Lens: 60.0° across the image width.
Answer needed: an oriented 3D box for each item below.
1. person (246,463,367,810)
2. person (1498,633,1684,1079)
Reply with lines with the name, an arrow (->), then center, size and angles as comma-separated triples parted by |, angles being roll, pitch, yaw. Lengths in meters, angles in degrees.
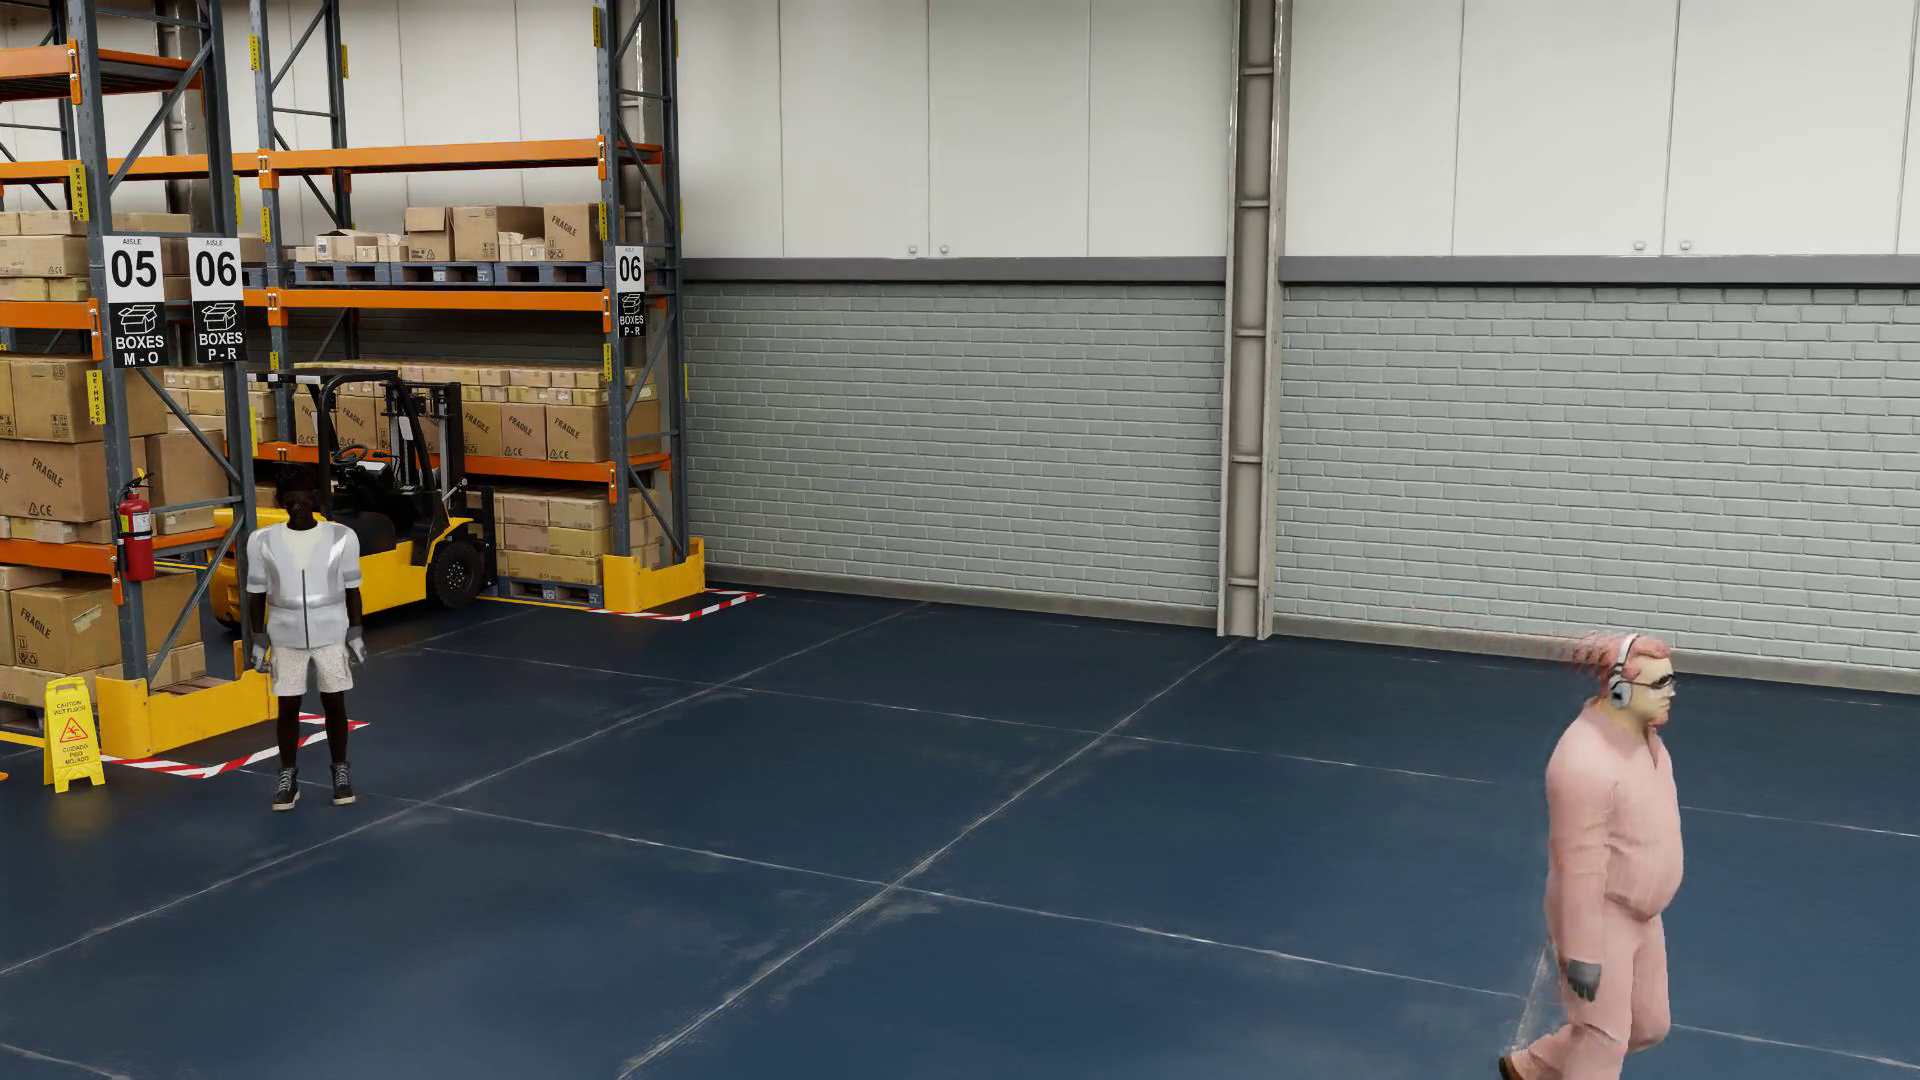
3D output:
person -> -3.668, 0.538, 9.358 | 0.614, 1.962, 0.362 | -3, 10, -19
person -> 2.072, 1.219, 5.429 | 0.520, 1.892, 0.648 | 8, 12, 41
